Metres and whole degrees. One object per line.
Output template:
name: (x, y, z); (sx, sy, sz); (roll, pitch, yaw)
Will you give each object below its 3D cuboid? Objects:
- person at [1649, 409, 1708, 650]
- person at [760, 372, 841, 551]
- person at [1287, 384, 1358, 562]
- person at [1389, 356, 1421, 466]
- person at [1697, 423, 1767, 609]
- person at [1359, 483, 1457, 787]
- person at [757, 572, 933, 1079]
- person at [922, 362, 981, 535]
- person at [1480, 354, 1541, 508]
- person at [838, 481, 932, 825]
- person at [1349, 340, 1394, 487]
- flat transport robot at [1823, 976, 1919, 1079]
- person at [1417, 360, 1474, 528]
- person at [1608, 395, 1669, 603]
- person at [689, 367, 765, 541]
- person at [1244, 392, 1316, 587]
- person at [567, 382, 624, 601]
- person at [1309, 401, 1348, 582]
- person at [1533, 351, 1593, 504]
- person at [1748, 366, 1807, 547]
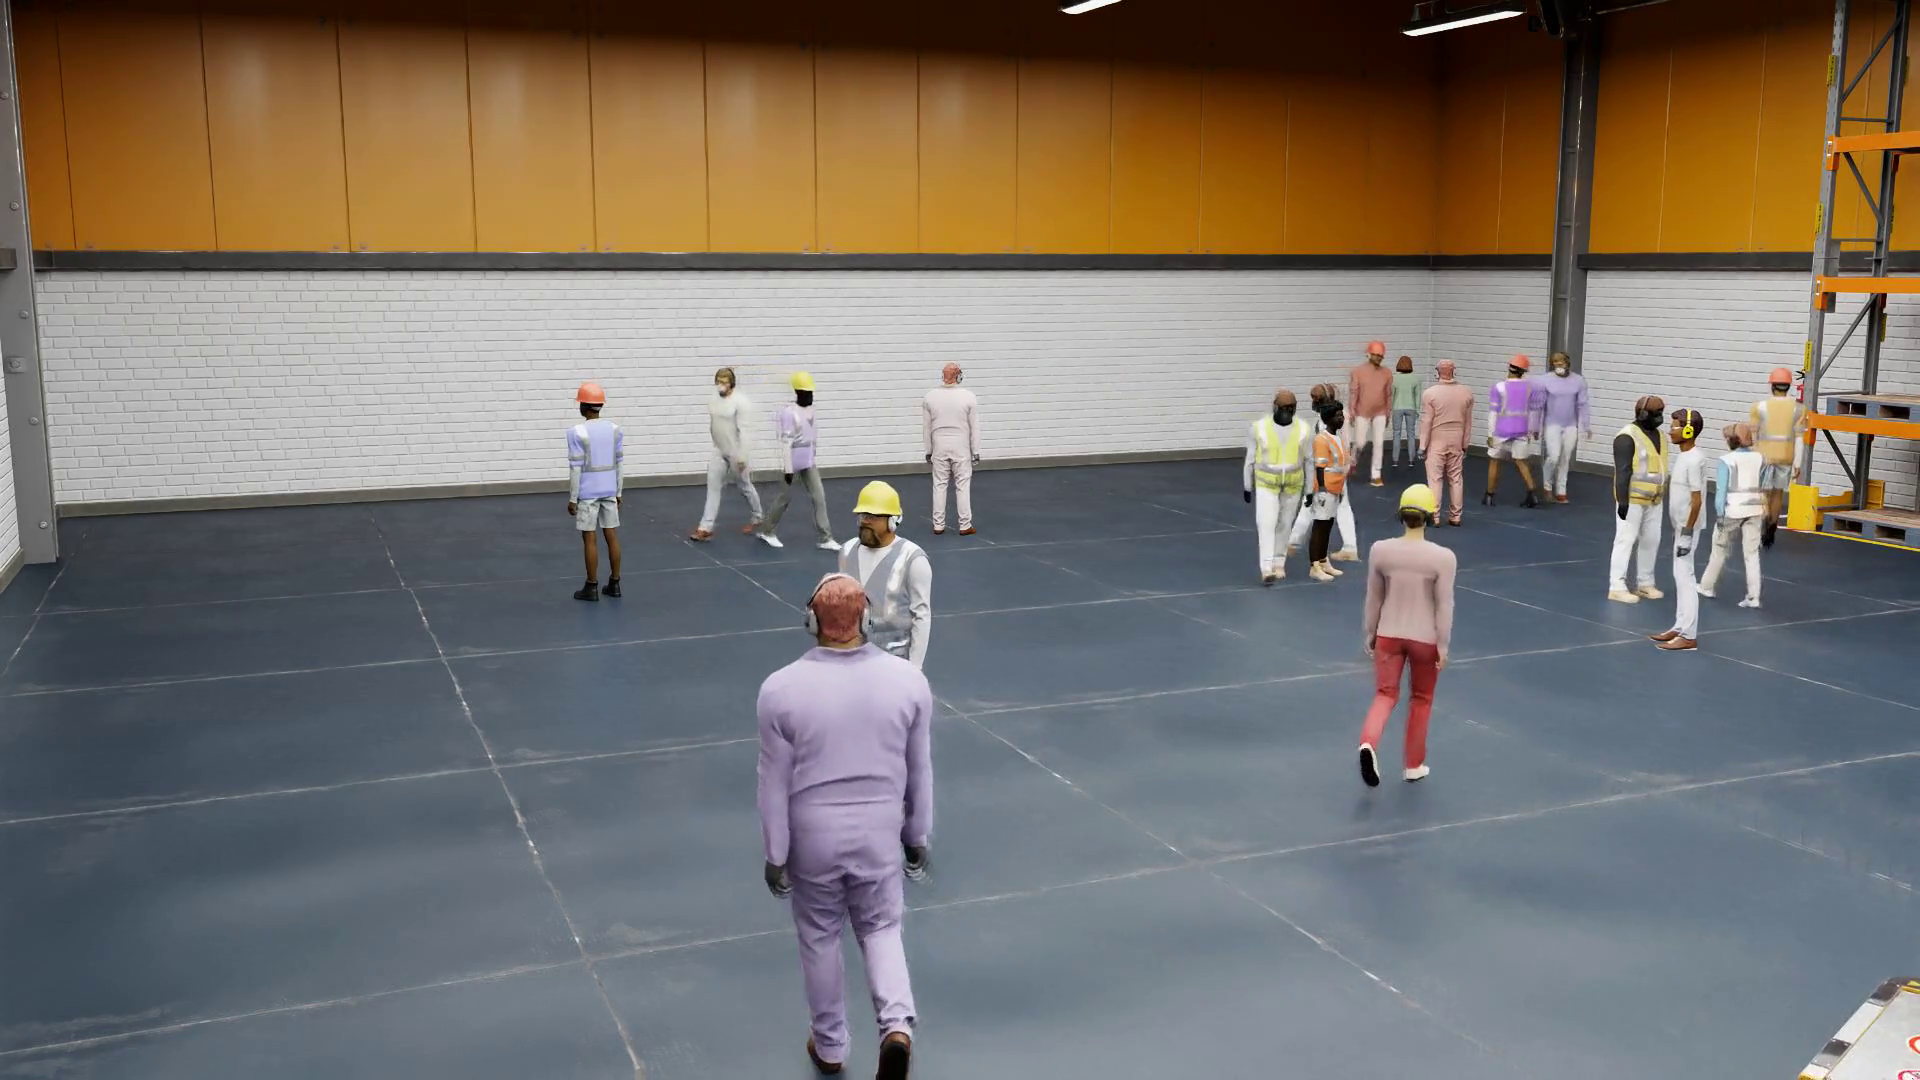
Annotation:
person: (5.572, -0.077, 12.826); (0.330, 1.872, 0.512); (3, 10, 17)
person: (-1.700, -0.825, 17.378); (1.009, 1.879, 0.589); (6, 11, 31)
person: (3.595, -0.678, 16.716); (0.959, 1.778, 0.687); (5, 11, 28)
person: (6.557, -1.900, 24.586); (0.497, 1.634, 0.279); (1, 9, 4)
person: (6.774, -0.221, 14.529); (0.509, 1.595, 0.793); (-1, 9, -9)
person: (2.501, 0.559, 9.378); (0.519, 1.747, 0.667); (6, 11, 34)
person: (-0.394, 1.063, 5.898); (0.639, 1.886, 0.690); (-3, 10, -16)
person: (-0.079, -0.998, 18.296); (0.651, 1.907, 0.409); (2, 10, 14)
person: (6.770, -1.327, 20.372); (0.621, 1.902, 0.612); (0, 9, -1)
person: (-0.439, 0.596, 8.845); (0.591, 1.837, 0.403); (6, 11, 31)
person: (5.546, -1.728, 22.524); (0.626, 1.974, 0.746); (-1, 9, -4)
flat transport robot: (3.391, 1.886, 5.763); (0.652, 0.197, 1.431); (9, 13, 42)
person: (5.467, -1.087, 18.845); (0.644, 1.905, 0.400); (-3, 10, -15)
person: (6.000, -0.360, 14.662); (0.632, 1.833, 0.431); (-5, 11, -30)
person: (-2.485, -0.940, 18.035); (0.642, 1.887, 1.049); (7, 12, 37)
person: (2.992, -0.472, 15.481); (0.647, 1.784, 0.957); (0, 9, 1)
person: (-3.235, -0.428, 14.736); (0.549, 1.942, 0.347); (-9, 13, -44)
person: (3.477, -0.467, 15.706); (0.322, 1.697, 0.530); (6, 11, 32)
person: (7.449, -1.380, 20.584); (0.657, 1.913, 0.467); (-1, 9, -5)
person: (8.599, -0.872, 17.536); (0.555, 1.912, 0.833); (3, 10, 18)
